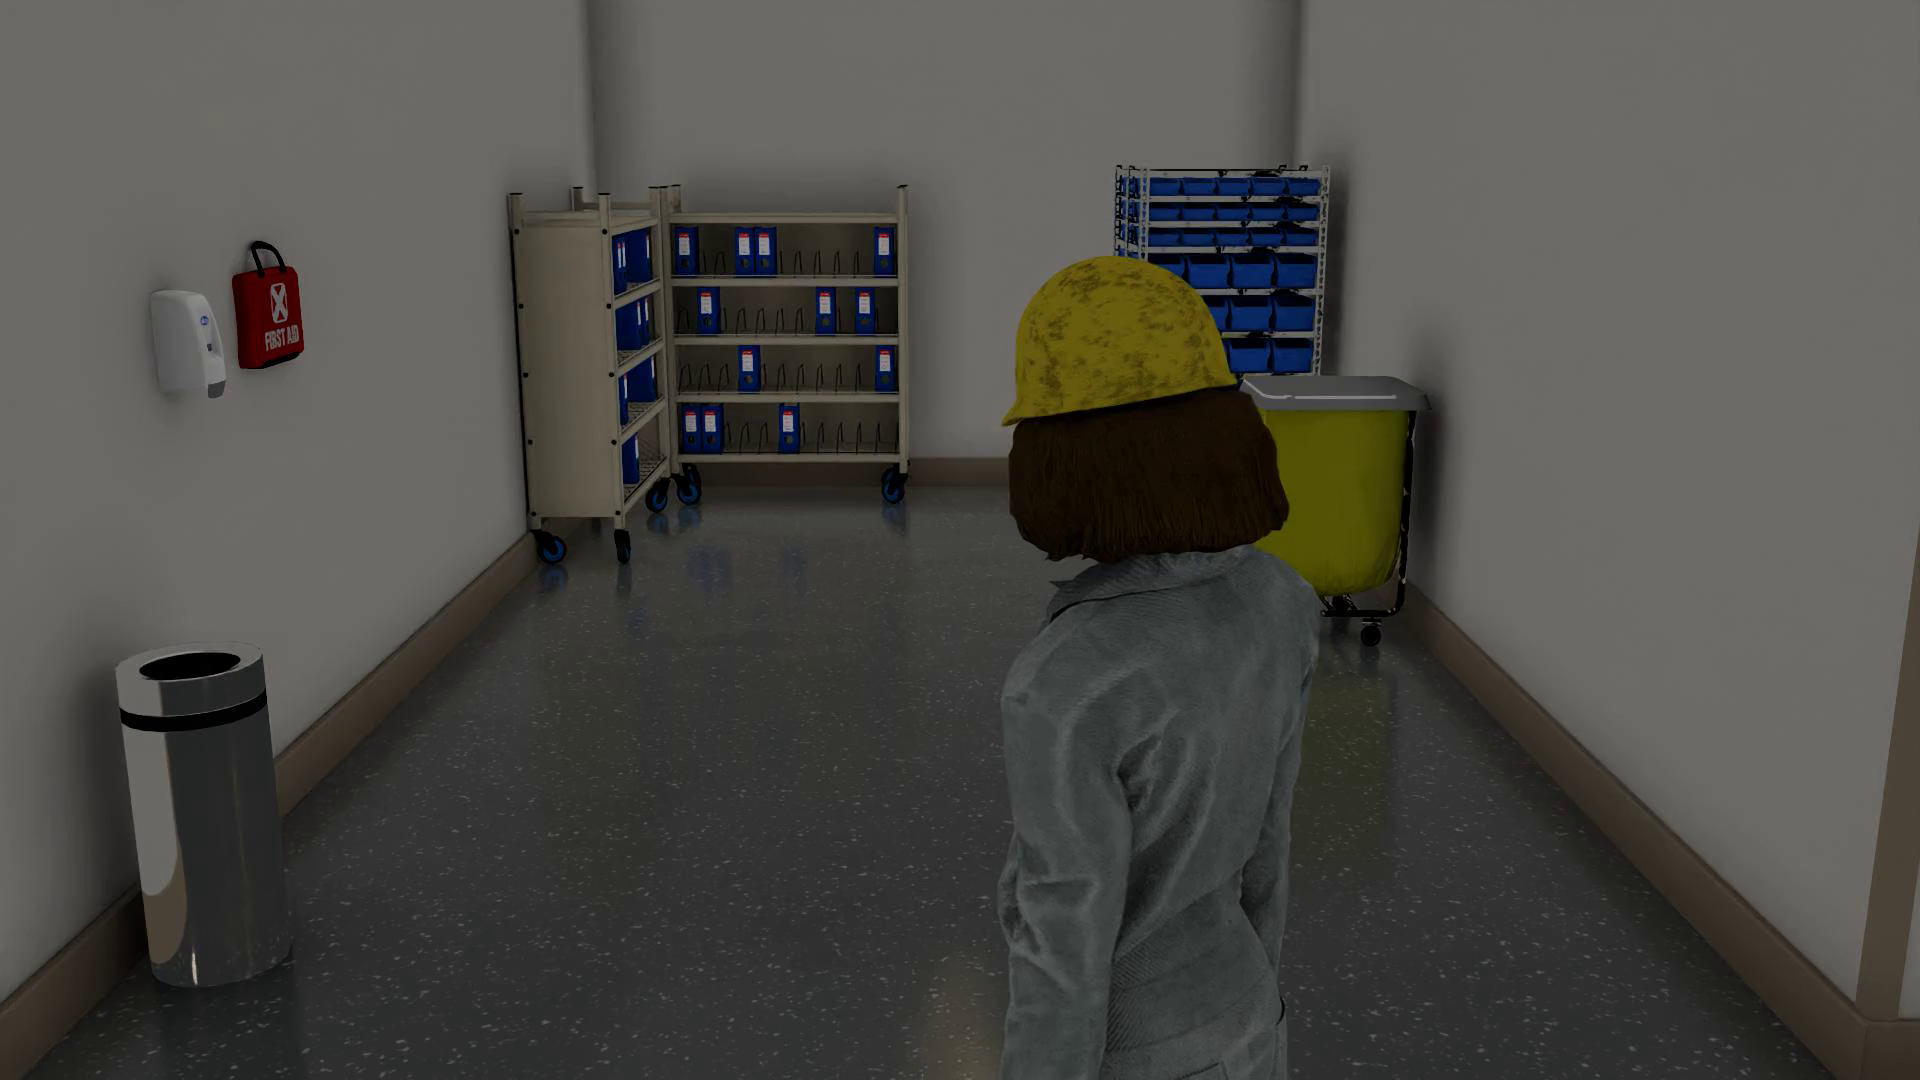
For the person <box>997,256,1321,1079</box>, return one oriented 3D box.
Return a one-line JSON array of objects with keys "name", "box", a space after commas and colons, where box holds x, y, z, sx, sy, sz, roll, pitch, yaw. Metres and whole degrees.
[{"name": "person", "box": [0.176, 0.575, 1.784, 0.311, 1.735, 0.484, 10, 17, 37]}]
